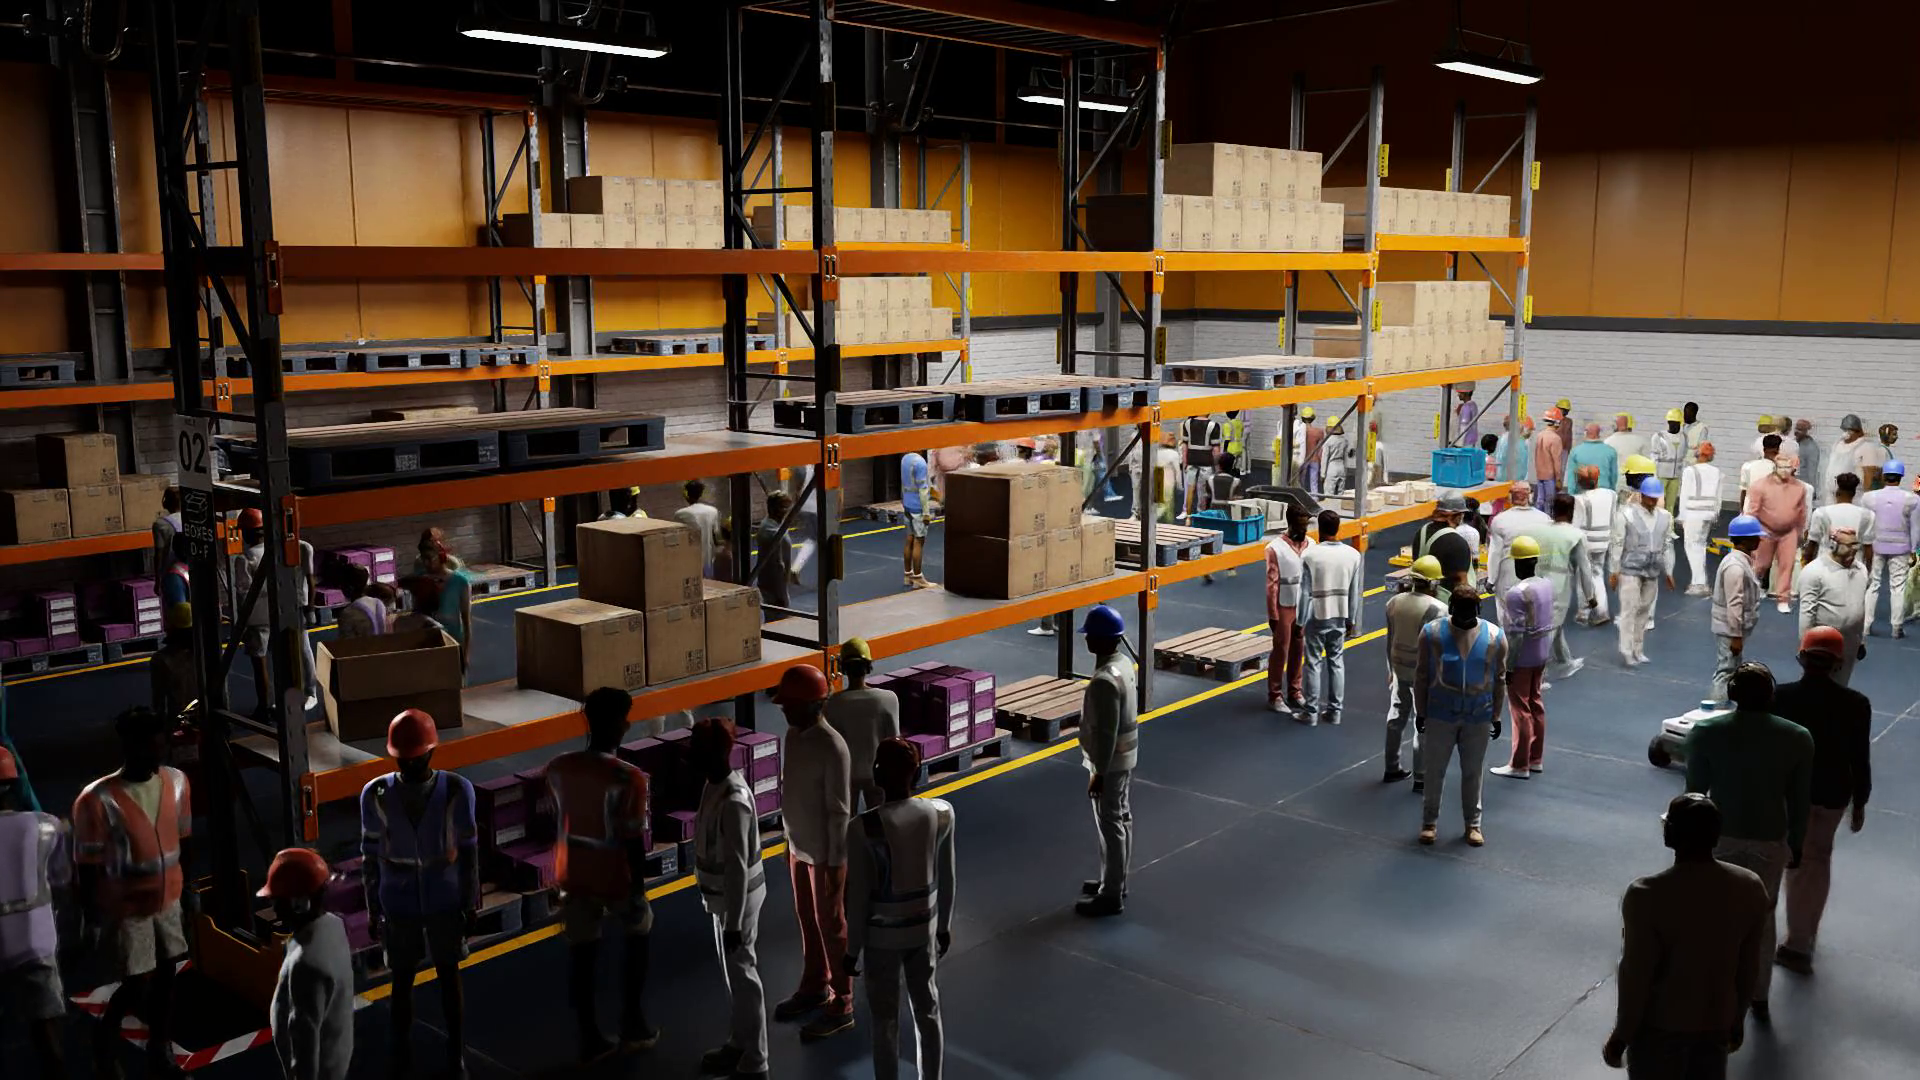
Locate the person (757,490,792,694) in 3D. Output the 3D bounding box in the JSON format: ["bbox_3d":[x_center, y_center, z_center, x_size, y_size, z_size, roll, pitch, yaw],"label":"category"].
[{"bbox_3d":[-1.734,0.485,15.705,0.355,1.933,0.636,-2,10,-12],"label":"person"}]

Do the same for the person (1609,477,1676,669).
[{"bbox_3d":[6.884,0.334,16.685,0.618,1.921,0.707,-2,10,-9],"label":"person"}]

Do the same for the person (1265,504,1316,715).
[{"bbox_3d":[2.980,0.614,15.028,0.597,1.909,0.405,-7,12,-36],"label":"person"}]

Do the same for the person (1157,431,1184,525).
[{"bbox_3d":[2.981,-0.800,24.346,0.747,1.603,0.491,-5,11,-27],"label":"person"}]

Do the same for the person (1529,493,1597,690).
[{"bbox_3d":[5.769,0.484,15.913,1.003,1.868,0.595,-5,11,-30],"label":"person"}]

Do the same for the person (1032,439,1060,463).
[{"bbox_3d":[1.181,-0.591,23.111,0.603,1.612,0.343,-7,12,-36],"label":"person"}]

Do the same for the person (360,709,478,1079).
[{"bbox_3d":[-2.621,1.759,8.098,0.547,1.935,0.364,-2,10,-12],"label":"person"}]

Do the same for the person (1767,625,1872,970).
[{"bbox_3d":[4.974,1.488,9.723,0.634,1.951,0.716,1,10,5],"label":"person"}]

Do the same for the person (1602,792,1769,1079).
[{"bbox_3d":[2.960,1.977,6.814,0.649,1.941,0.397,-2,10,-13],"label":"person"}]

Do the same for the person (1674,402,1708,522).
[{"bbox_3d":[11.330,-1.187,25.781,0.396,1.910,0.587,-3,10,-18],"label":"person"}]

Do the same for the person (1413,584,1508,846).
[{"bbox_3d":[3.486,1.217,11.617,0.626,1.844,0.429,2,10,10],"label":"person"}]

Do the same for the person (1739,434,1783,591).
[{"bbox_3d":[9.947,-0.341,20.581,0.379,1.962,0.611,-8,12,-40],"label":"person"}]

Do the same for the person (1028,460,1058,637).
[{"bbox_3d":[0.954,0.086,18.110,0.372,1.925,0.596,7,12,37],"label":"person"}]

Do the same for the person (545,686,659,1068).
[{"bbox_3d":[-1.800,1.693,8.485,0.602,1.934,0.599,3,10,19],"label":"person"}]

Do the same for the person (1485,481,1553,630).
[{"bbox_3d":[5.522,0.370,16.490,0.643,1.905,0.399,0,10,-3],"label":"person"}]

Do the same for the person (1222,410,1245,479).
[{"bbox_3d":[4.591,-1.471,28.092,0.319,1.696,0.532,8,12,40],"label":"person"}]

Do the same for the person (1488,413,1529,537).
[{"bbox_3d":[8.108,-0.944,24.435,0.524,1.869,0.601,-4,10,-25],"label":"person"}]

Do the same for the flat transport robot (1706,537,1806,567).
[{"bbox_3d":[10.872,0.157,22.621,0.652,0.197,1.431,-1,10,-9],"label":"flat transport robot"}]

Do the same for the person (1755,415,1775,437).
[{"bbox_3d":[12.301,-1.049,25.464,0.320,1.737,0.486,8,13,41],"label":"person"}]

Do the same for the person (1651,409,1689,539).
[{"bbox_3d":[10.399,-0.964,24.374,0.589,1.929,0.383,-2,10,-12],"label":"person"}]

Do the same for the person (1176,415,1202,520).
[{"bbox_3d":[3.662,-1.251,26.099,0.594,1.922,0.385,8,12,40],"label":"person"}]

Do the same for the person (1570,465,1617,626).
[{"bbox_3d":[6.989,0.073,18.460,0.639,1.855,0.536,-2,10,-15],"label":"person"}]

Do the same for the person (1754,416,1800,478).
[{"bbox_3d":[11.480,-0.793,23.497,0.617,1.918,0.649,-6,11,-33],"label":"person"}]

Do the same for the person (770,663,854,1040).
[{"bbox_3d":[-0.787,1.620,8.789,0.408,1.986,0.618,-6,11,-31],"label":"person"}]

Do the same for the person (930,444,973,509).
[{"bbox_3d":[-0.104,-0.991,24.655,0.656,1.885,0.670,5,11,28],"label":"person"}]

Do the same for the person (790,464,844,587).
[{"bbox_3d":[-1.720,-0.373,20.511,0.702,2.000,0.652,7,12,36],"label":"person"}]

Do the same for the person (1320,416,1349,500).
[{"bbox_3d":[5.662,-1.012,25.237,0.485,1.736,0.322,-5,11,-28],"label":"person"}]

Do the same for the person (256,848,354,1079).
[{"bbox_3d":[-2.568,2.081,6.753,0.591,1.730,0.570,-2,10,-14],"label":"person"}]

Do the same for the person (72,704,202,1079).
[{"bbox_3d":[-4.001,1.746,8.094,0.460,1.958,0.654,5,11,26],"label":"person"}]

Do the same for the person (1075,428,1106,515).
[{"bbox_3d":[2.079,-1.269,26.450,0.726,1.847,0.505,-4,10,-23],"label":"person"}]

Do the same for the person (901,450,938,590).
[{"bbox_3d":[-0.516,-0.403,20.678,0.378,2.045,0.605,-4,10,-24],"label":"person"}]

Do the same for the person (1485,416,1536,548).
[{"bbox_3d":[7.739,-0.781,23.322,1.055,1.925,0.638,-1,10,-8],"label":"person"}]

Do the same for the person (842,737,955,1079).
[{"bbox_3d":[-0.286,1.838,7.778,0.585,1.882,0.344,-6,11,-33],"label":"person"}]

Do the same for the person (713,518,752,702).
[{"bbox_3d":[-2.144,0.634,15.409,0.470,1.735,0.543,-4,11,-25],"label":"person"}]

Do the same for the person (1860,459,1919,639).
[{"bbox_3d":[10.040,0.099,17.997,0.604,1.938,0.402,6,11,32],"label":"person"}]

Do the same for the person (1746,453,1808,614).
[{"bbox_3d":[9.542,-0.114,19.507,0.690,1.868,0.832,1,10,9],"label":"person"}]

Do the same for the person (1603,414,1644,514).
[{"bbox_3d":[9.433,-0.862,23.869,0.676,1.886,0.428,-2,10,-13],"label":"person"}]

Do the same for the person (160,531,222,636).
[{"bbox_3d":[-6.421,0.823,13.965,0.429,1.844,0.624,-2,10,-9],"label":"person"}]

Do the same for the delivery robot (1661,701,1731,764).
[{"bbox_3d":[5.962,1.529,13.301,0.707,0.478,0.477,-5,11,-27],"label":"delivery robot"}]

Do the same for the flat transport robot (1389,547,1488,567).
[{"bbox_3d":[6.467,0.186,22.446,1.431,0.197,0.652,-9,13,-42],"label":"flat transport robot"}]

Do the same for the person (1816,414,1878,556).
[{"bbox_3d":[12.210,-0.748,22.749,0.787,2.000,0.693,-3,10,-18],"label":"person"}]
